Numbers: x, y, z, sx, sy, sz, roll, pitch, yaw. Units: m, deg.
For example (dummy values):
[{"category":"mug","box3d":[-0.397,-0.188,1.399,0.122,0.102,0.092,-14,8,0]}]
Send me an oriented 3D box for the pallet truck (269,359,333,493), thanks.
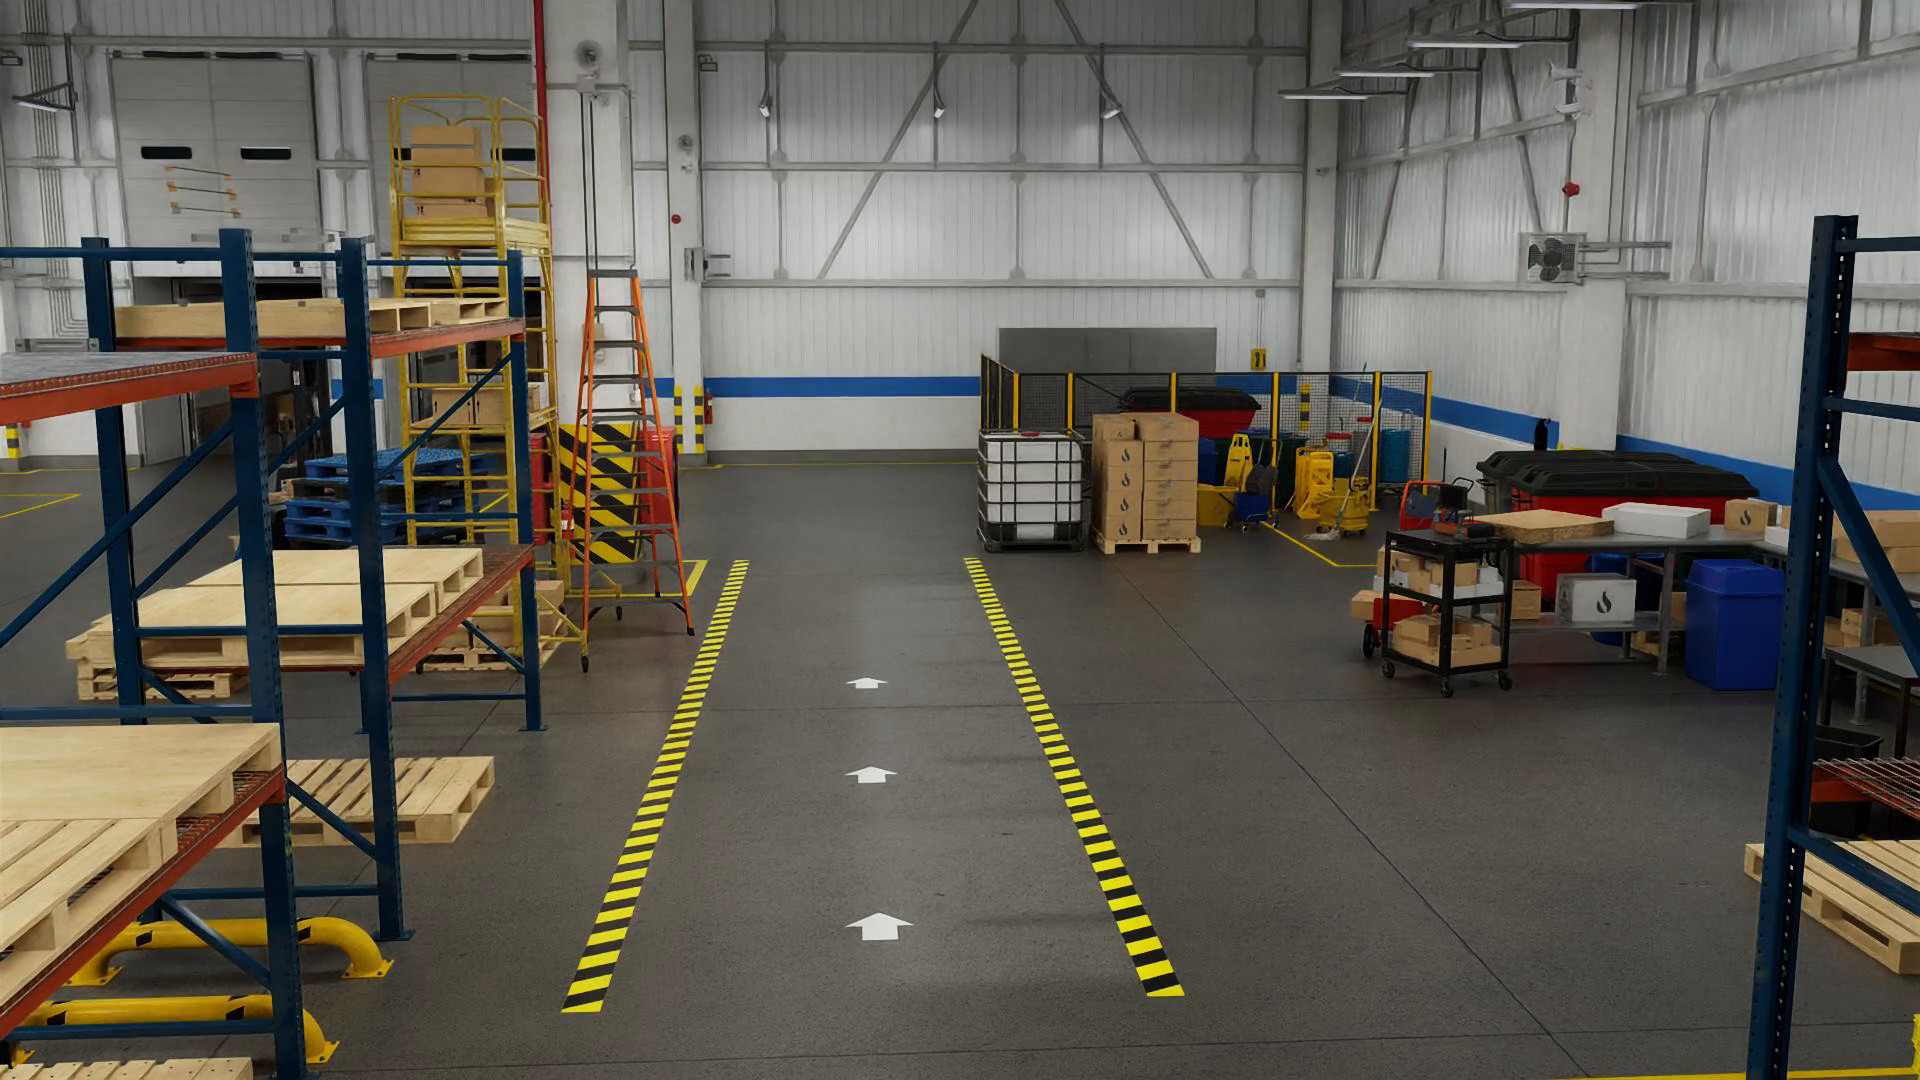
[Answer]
[{"category":"pallet truck","box3d":[-7.062,-1.131,18.996,1.885,1.965,0.823,2,9,13]}]
